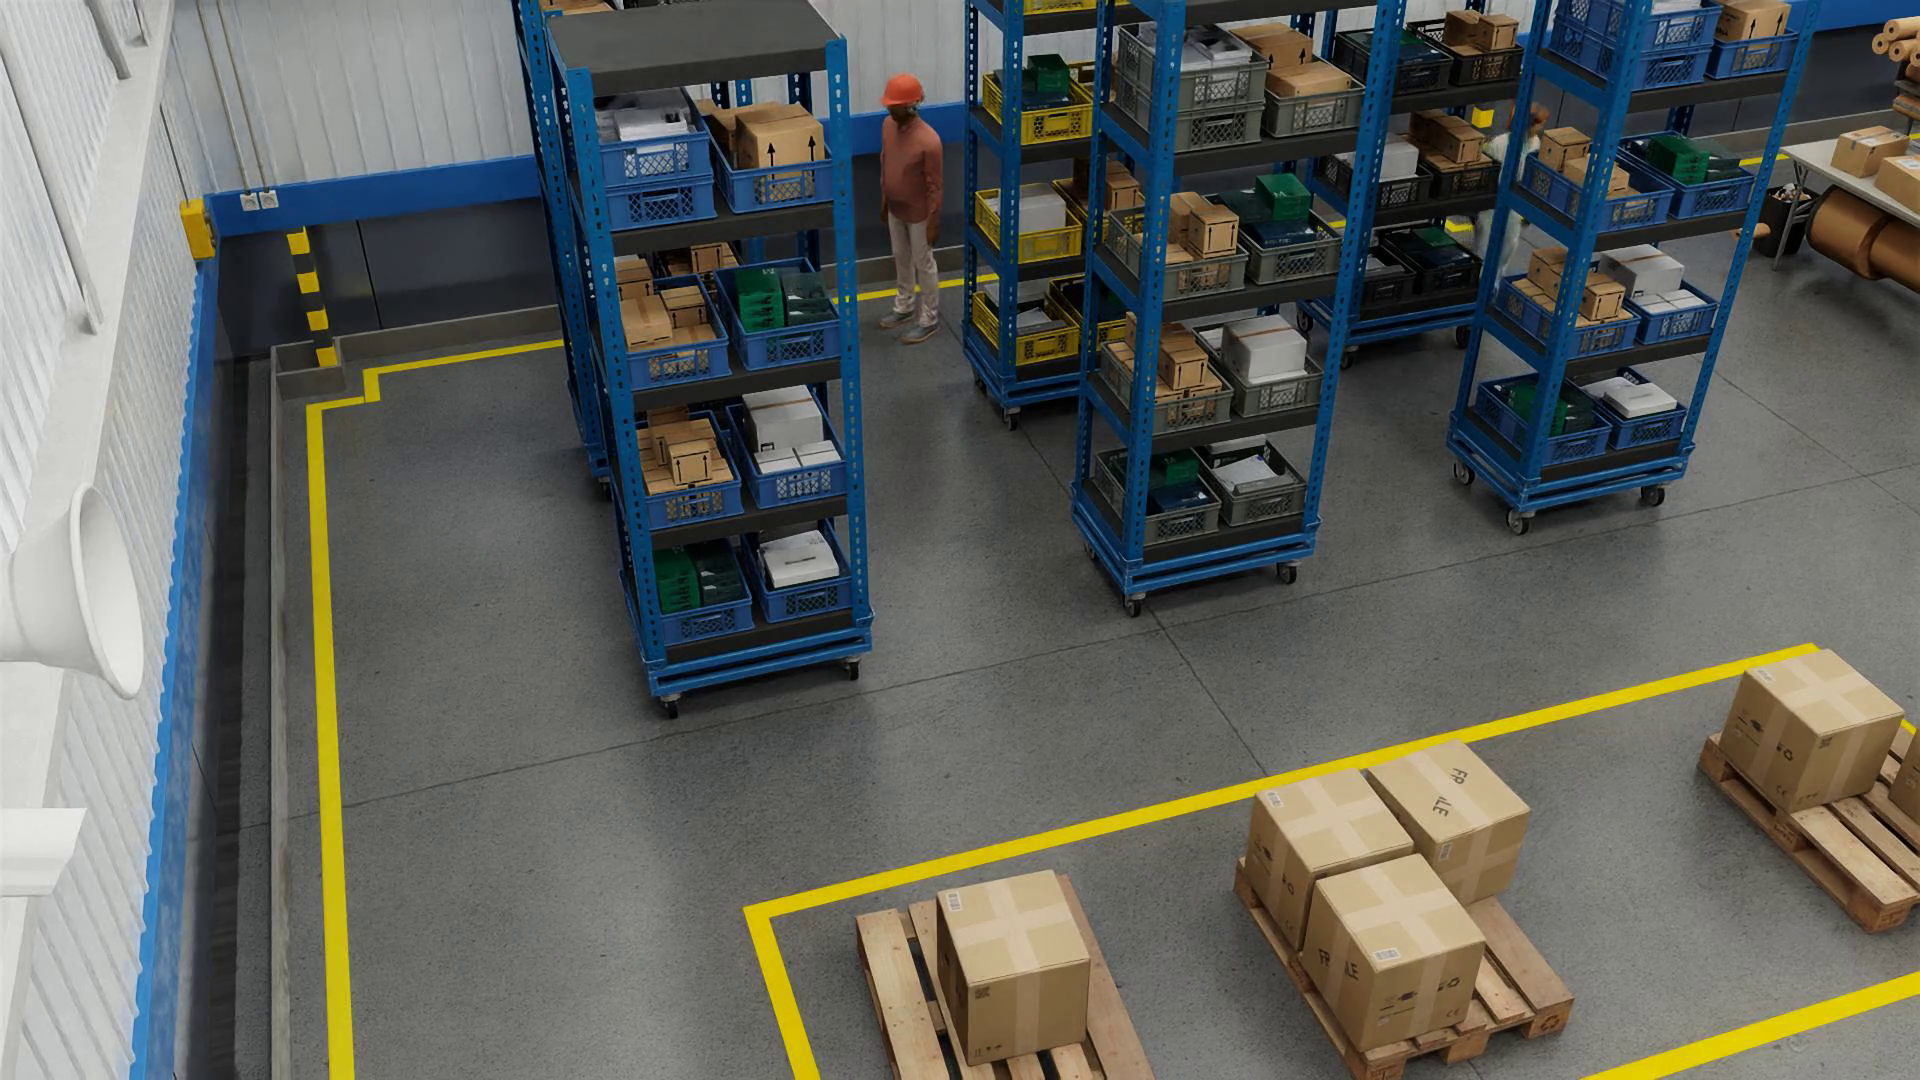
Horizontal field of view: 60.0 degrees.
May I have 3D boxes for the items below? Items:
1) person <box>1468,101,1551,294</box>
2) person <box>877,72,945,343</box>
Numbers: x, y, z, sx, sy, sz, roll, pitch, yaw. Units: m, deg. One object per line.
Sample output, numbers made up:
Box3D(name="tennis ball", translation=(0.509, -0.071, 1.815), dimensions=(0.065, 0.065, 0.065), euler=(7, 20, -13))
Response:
Box3D(name="person", translation=(4.030, -2.470, 12.382), dimensions=(0.611, 1.612, 0.339), euler=(-13, 37, -18))
Box3D(name="person", translation=(-0.372, -2.378, 11.919), dimensions=(0.396, 1.992, 0.622), euler=(-26, 43, -32))
